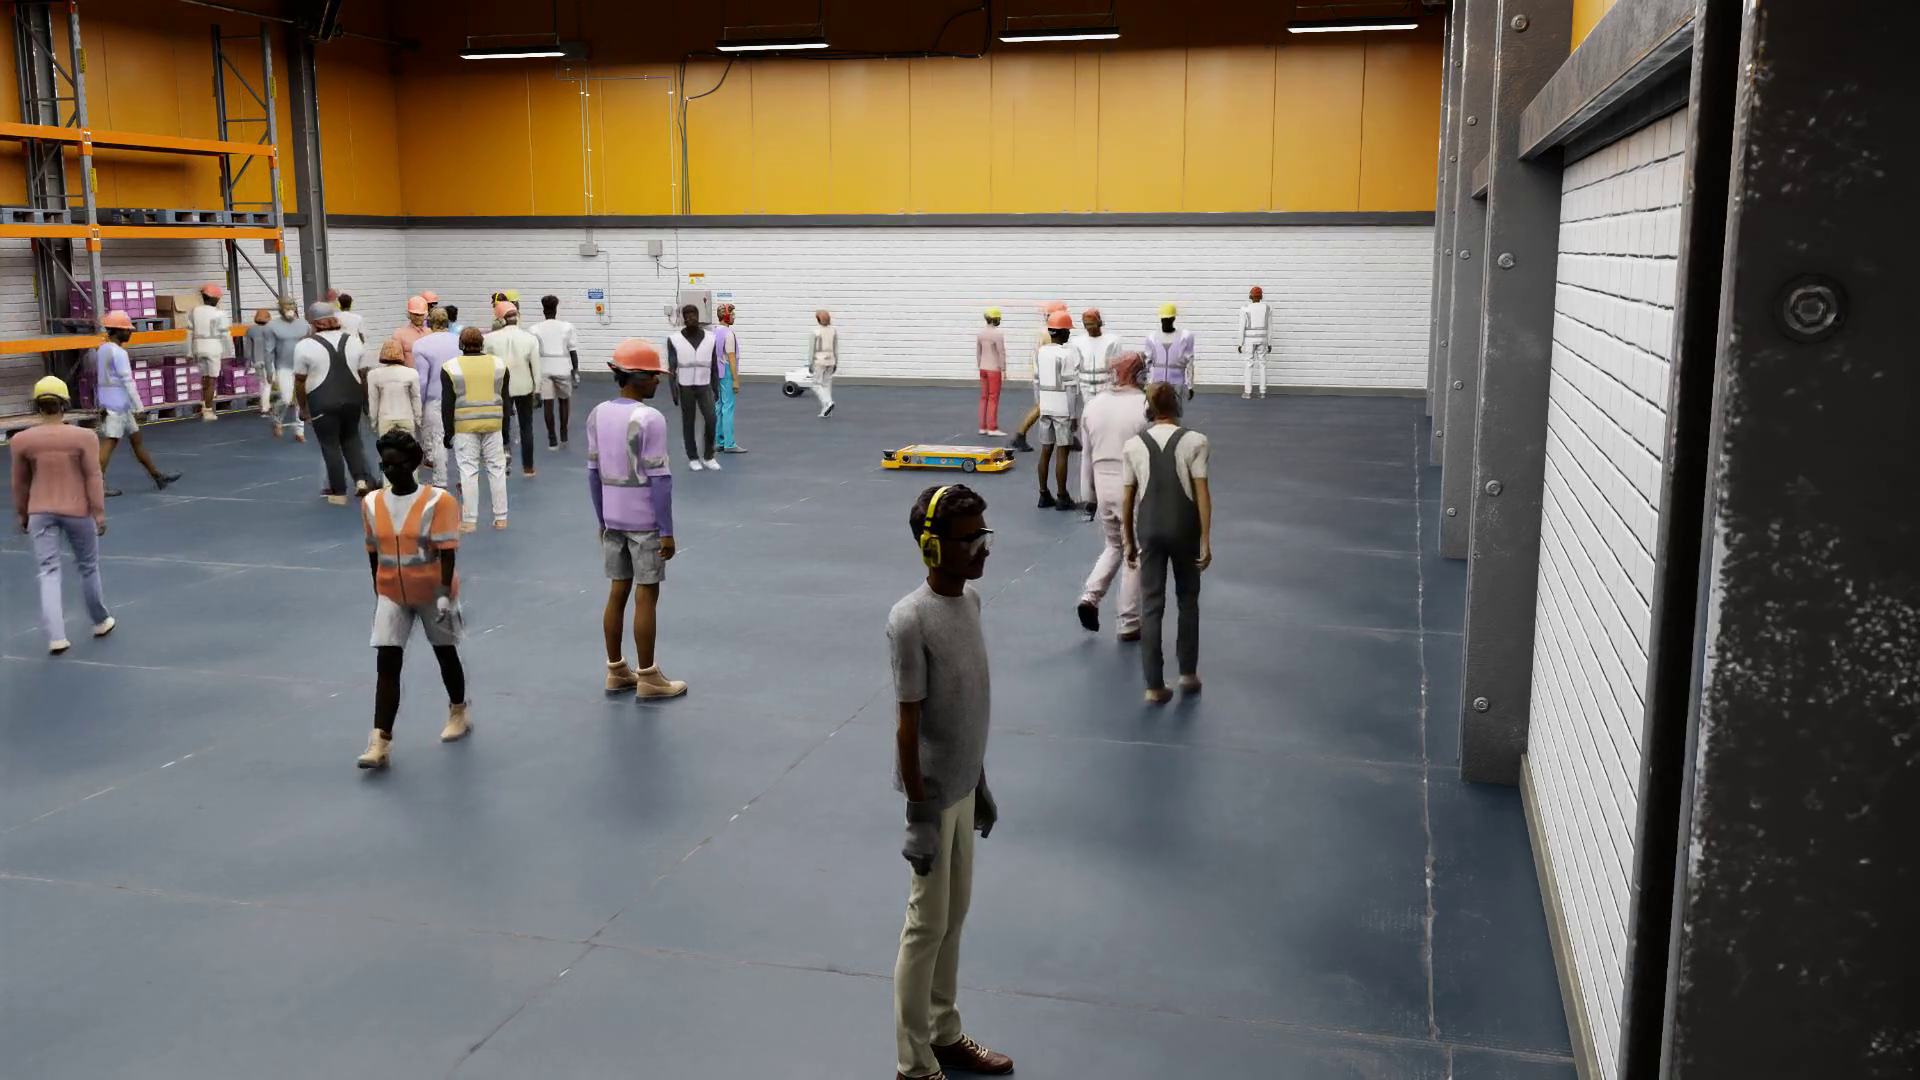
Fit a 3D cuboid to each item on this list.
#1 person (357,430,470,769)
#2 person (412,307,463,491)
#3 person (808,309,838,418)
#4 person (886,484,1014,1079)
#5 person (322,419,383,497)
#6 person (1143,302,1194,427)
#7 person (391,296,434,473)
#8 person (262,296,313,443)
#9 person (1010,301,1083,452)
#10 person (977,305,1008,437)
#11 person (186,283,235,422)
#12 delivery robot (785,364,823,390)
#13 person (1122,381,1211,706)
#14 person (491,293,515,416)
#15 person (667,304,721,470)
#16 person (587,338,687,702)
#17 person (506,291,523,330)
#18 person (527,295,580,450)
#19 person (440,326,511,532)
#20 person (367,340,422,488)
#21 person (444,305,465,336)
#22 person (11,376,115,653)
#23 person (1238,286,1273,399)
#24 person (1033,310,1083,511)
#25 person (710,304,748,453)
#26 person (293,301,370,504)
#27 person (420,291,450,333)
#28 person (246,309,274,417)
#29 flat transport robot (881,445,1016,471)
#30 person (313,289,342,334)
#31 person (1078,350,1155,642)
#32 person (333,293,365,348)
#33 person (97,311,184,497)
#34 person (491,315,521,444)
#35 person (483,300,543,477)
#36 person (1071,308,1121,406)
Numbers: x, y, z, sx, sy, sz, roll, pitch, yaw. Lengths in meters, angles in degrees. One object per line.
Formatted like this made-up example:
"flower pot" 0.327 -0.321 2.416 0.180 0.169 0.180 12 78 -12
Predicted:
"person" -2.734 0.274 8.299 0.541 1.647 0.865 1 10 6
"person" -5.352 -1.435 17.222 0.647 1.931 0.382 -10 14 -44
"person" -2.005 -2.600 24.639 0.531 1.622 0.423 -9 13 -41
"person" -0.028 0.759 4.939 0.328 1.872 0.514 4 11 21
"person" -6.221 -1.243 17.033 0.530 1.581 0.796 7 12 36
"person" 2.420 -1.837 19.572 0.614 1.894 0.818 4 11 19
"person" -6.119 -1.758 18.847 0.392 1.990 0.611 9 13 41
"person" -8.711 -2.207 21.609 0.629 1.924 0.493 -10 14 -43
"person" 1.103 -2.020 20.627 0.998 1.894 0.564 1 10 6
"person" 0.444 -2.282 22.453 0.324 1.768 0.532 -8 13 -37
"person" -10.971 -2.746 24.371 0.627 2.010 0.589 2 10 9
"delivery robot" -2.605 -2.754 28.284 0.707 0.478 0.477 2 10 9
"person" 1.175 0.010 9.417 0.548 1.783 0.727 3 10 16
"person" -6.839 -2.766 24.931 0.317 1.860 0.510 3 10 16
"person" -3.002 -1.719 18.883 0.612 1.893 0.629 -5 11 -25
"person" -1.824 -0.103 9.394 0.620 2.040 0.427 8 13 39
"person" -7.853 -3.441 28.982 0.654 1.793 0.611 2 10 11
"person" -5.155 -2.130 21.077 0.645 1.939 0.761 -3 10 -14
"person" -4.339 -0.990 14.918 0.623 1.845 0.430 -6 12 -31
"person" -5.604 -1.169 16.524 0.500 1.633 0.280 -4 11 -21
"person" -7.604 -2.703 25.092 0.533 1.668 0.706 1 10 7
"person" -5.717 -0.177 10.603 0.547 1.728 0.746 -2 10 -14
"person" 4.968 -3.315 27.964 0.584 1.882 0.337 -1 10 -6
"person" 0.954 -1.255 16.148 0.357 1.938 0.543 -8 13 -39
"person" -2.914 -1.993 20.586 0.390 1.846 0.564 -7 12 -34
"person" -6.239 -1.369 16.502 0.702 2.000 0.541 -9 14 -43
"person" -7.451 -2.557 23.560 0.391 1.928 0.547 5 11 24
"person" -10.489 -2.685 25.183 0.522 1.602 0.726 1 10 4
"flat transport robot" -0.128 -0.952 19.148 1.431 0.197 0.652 3 10 15
"person" -9.670 -2.962 25.971 0.669 1.880 0.771 5 11 27
"person" 1.073 -0.273 10.729 0.462 1.896 0.657 -9 14 -42
"person" -9.318 -2.827 25.333 0.565 1.841 0.547 -8 13 -39
"person" -8.524 -1.394 17.068 0.986 1.883 0.574 -9 13 -40
"person" -5.908 -2.108 21.668 0.493 1.693 0.893 -6 12 -32
"person" -4.891 -1.634 18.221 0.674 1.960 0.594 -3 10 -14
"person" 1.535 -1.682 18.788 0.603 1.862 0.506 3 10 16
